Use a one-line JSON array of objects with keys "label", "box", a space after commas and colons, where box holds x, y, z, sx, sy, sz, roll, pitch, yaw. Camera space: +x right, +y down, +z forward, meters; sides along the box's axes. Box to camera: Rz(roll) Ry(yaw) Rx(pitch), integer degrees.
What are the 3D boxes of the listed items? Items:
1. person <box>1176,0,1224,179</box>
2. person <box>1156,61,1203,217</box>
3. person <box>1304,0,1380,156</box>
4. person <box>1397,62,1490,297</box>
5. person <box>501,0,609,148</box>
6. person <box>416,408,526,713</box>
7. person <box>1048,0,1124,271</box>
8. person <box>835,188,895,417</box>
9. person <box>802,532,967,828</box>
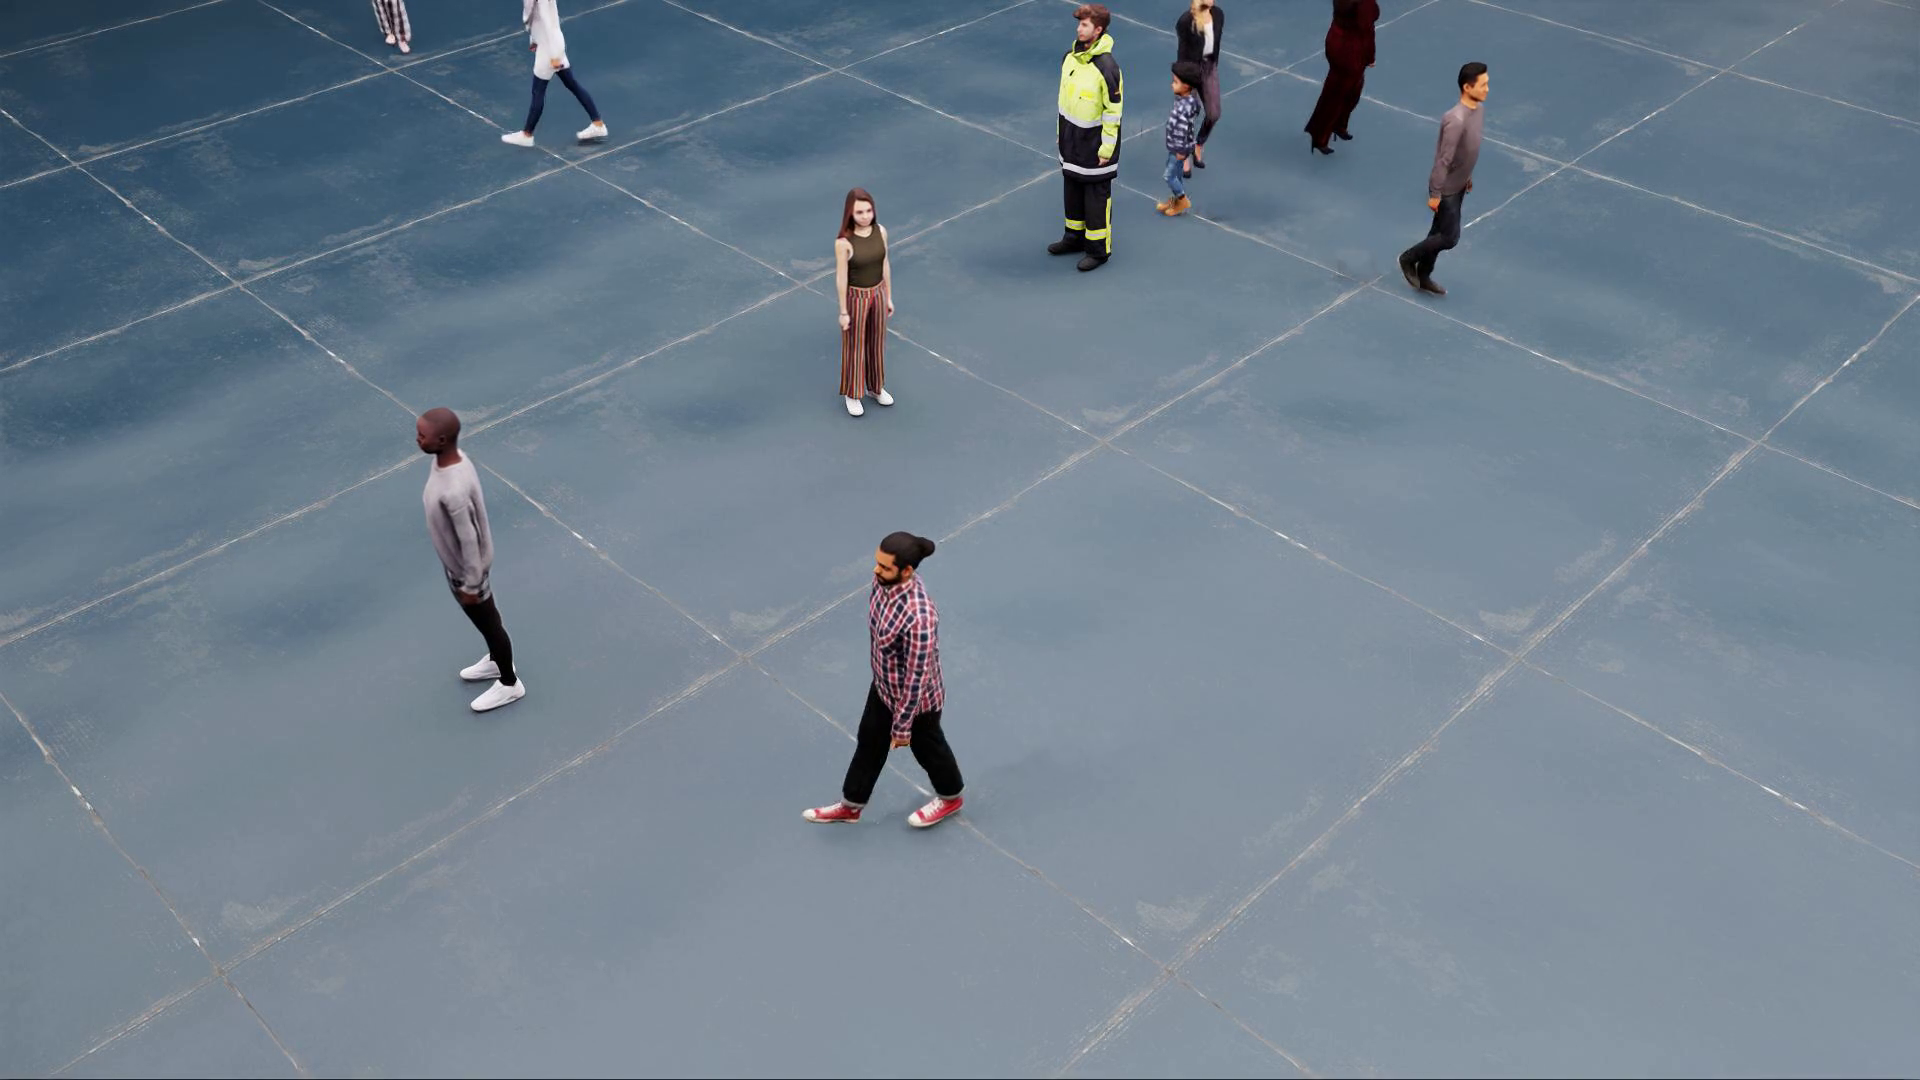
[{"label": "person", "box": [1.877, -3.781, 13.566, 0.583, 1.662, 0.729, -15, 40, -19]}, {"label": "person", "box": [1.775, -3.136, 13.063, 0.656, 1.243, 0.596, 0, 37, 0]}, {"label": "person", "box": [3.124, -4.024, 13.820, 0.929, 1.741, 0.863, -6, 38, -8]}, {"label": "person", "box": [3.421, -2.566, 11.887, 0.792, 1.760, 0.673, 6, 38, 8]}, {"label": "person", "box": [-3.353, -4.126, 13.966, 1.218, 1.728, 1.047, -6, 38, -8]}, {"label": "person", "box": [-2.471, 0.093, 8.380, 0.654, 1.772, 0.687, -15, 40, -19]}, {"label": "person", "box": [0.950, -2.969, 12.234, 0.699, 1.983, 0.808, -23, 43, -28]}, {"label": "person", "box": [-0.621, -1.552, 10.717, 0.514, 1.562, 0.658, -21, 42, -25]}, {"label": "person", "box": [-0.170, 0.660, 7.669, 1.117, 1.729, 0.914, -17, 40, -21]}]
